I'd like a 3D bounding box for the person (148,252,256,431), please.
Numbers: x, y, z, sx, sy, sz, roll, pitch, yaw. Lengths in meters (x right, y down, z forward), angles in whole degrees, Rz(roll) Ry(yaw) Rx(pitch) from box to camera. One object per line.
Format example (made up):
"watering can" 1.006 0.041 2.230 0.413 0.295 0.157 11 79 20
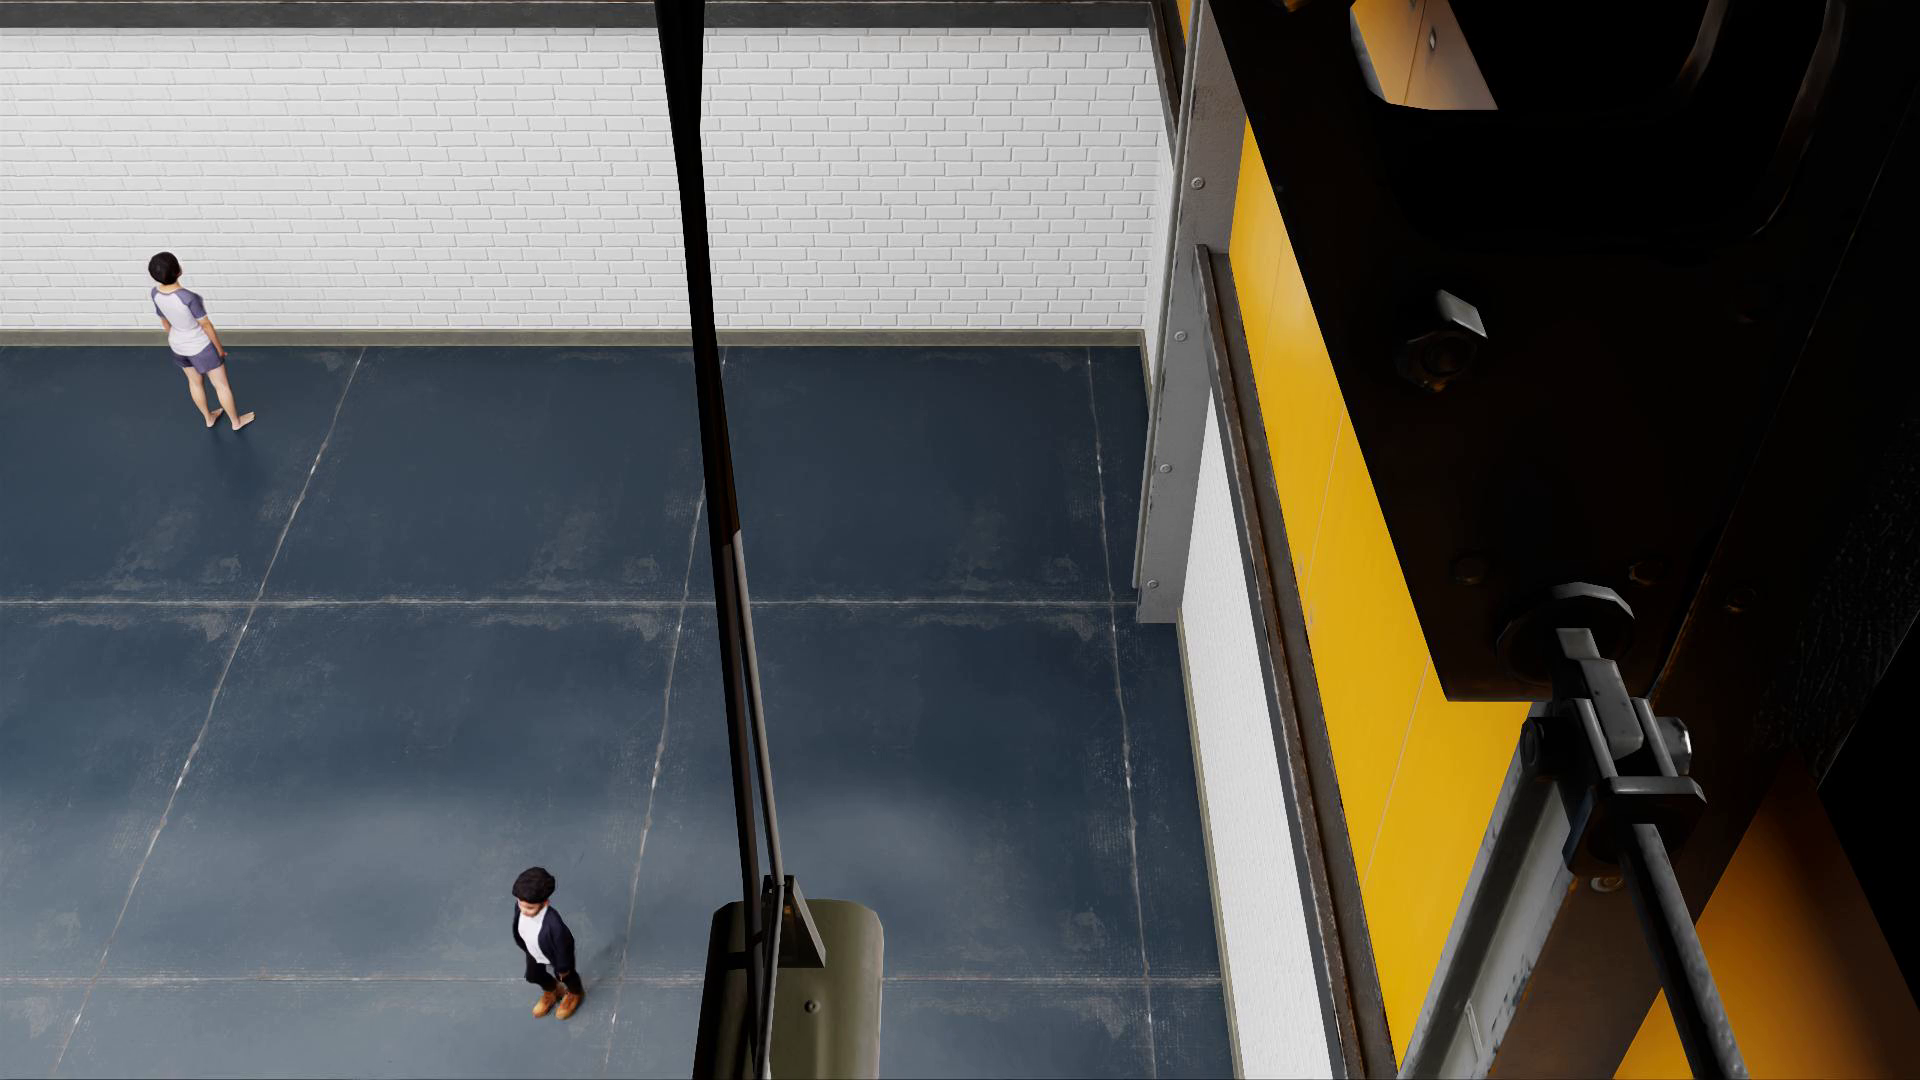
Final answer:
"person" -5.781 -1.497 12.550 0.614 1.565 0.601 11 45 11

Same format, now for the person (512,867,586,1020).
"person" -2.188 2.142 8.984 0.603 1.215 0.647 24 49 23
